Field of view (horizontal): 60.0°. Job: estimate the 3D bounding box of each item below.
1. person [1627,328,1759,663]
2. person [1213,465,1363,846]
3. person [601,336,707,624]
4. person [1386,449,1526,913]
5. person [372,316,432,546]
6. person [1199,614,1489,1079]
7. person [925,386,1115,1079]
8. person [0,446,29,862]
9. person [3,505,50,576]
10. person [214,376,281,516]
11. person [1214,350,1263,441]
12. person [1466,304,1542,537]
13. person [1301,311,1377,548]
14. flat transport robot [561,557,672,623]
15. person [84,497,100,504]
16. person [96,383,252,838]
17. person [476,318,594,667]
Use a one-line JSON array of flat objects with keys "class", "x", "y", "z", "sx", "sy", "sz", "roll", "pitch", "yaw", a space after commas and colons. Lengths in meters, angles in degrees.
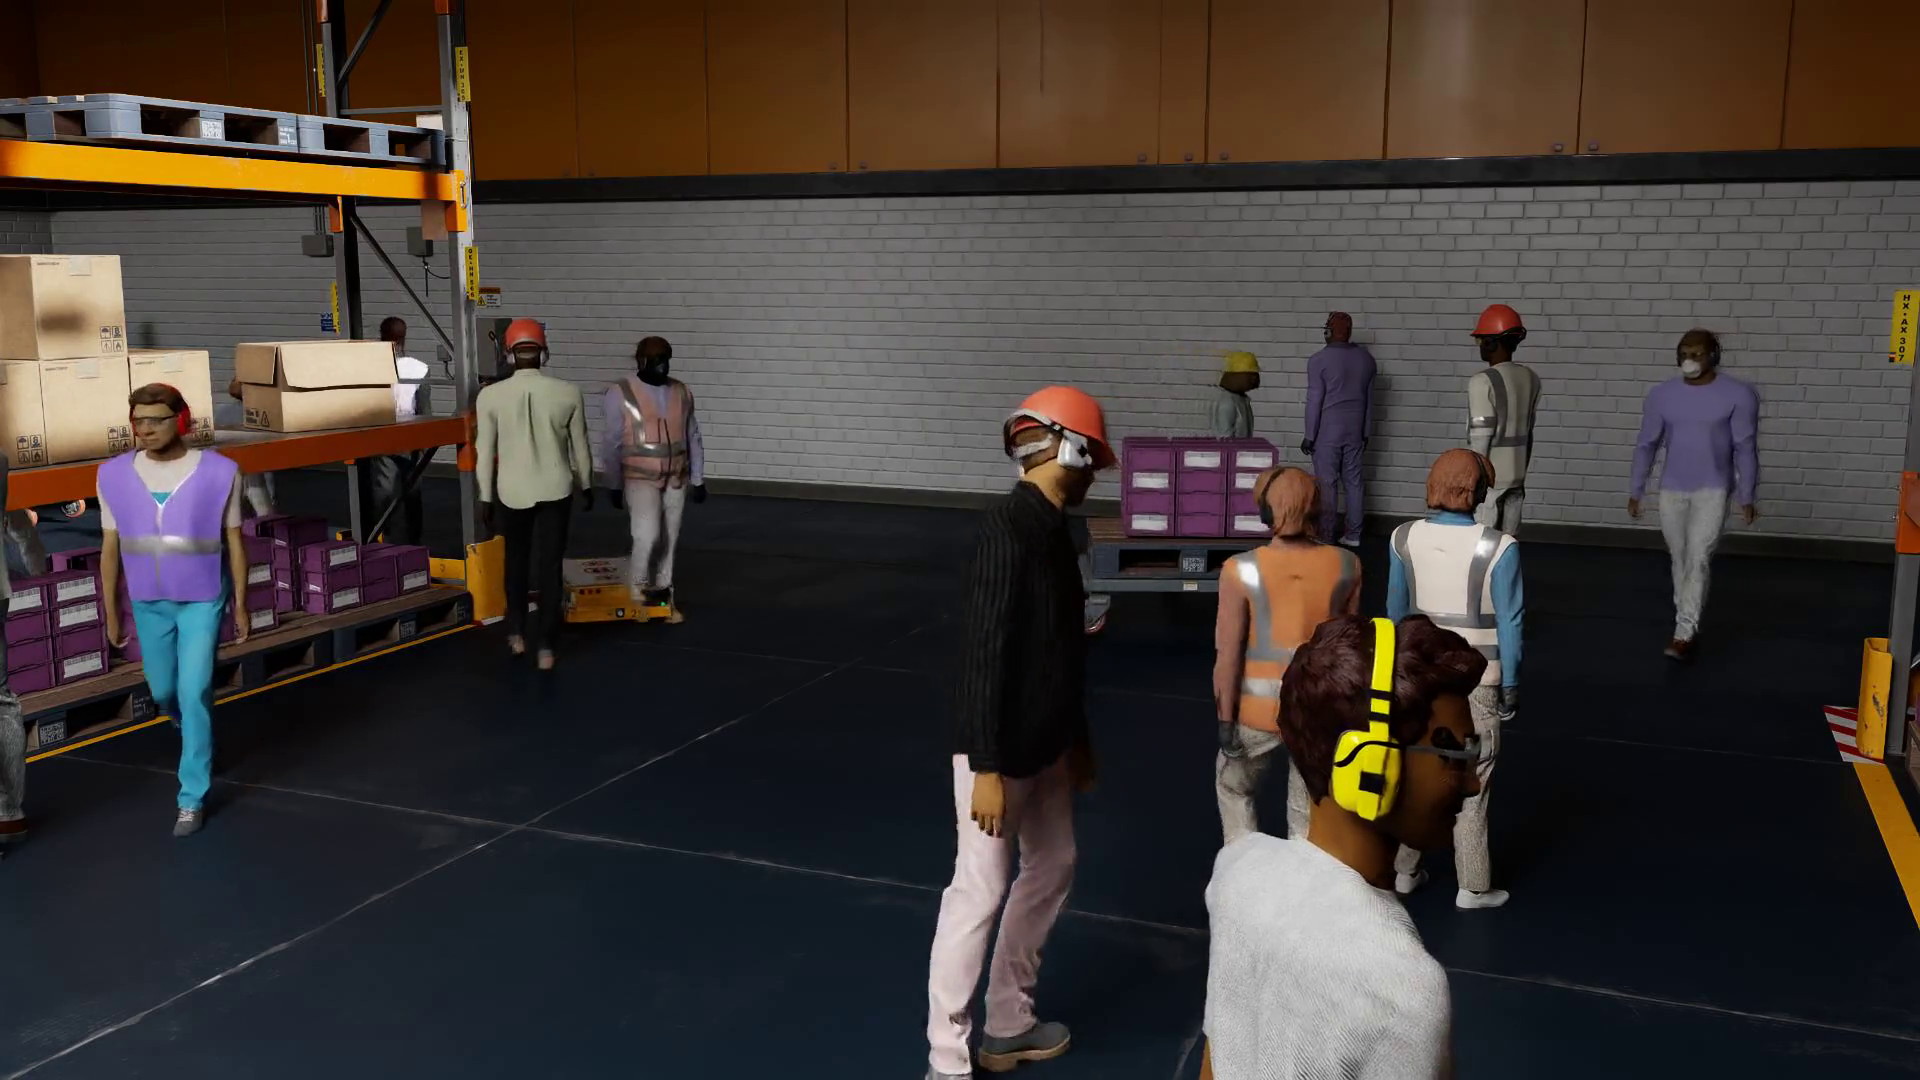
[{"class": "person", "x": 4.154, "y": -0.248, "z": 9.552, "sx": 0.666, "sy": 1.901, "sz": 0.906, "roll": 9, "pitch": 13, "yaw": 43}, {"class": "person", "x": 1.061, "y": 0.569, "z": 5.445, "sx": 0.522, "sy": 1.625, "sz": 0.379, "roll": -1, "pitch": 9, "yaw": -8}, {"class": "person", "x": -1.916, "y": -0.371, "z": 10.520, "sx": 0.643, "sy": 1.827, "sz": 0.450, "roll": -8, "pitch": 12, "yaw": -40}, {"class": "person", "x": 1.736, "y": 0.494, "z": 5.871, "sx": 0.511, "sy": 1.638, "sz": 0.308, "roll": 9, "pitch": 13, "yaw": 43}, {"class": "person", "x": -4.340, "y": -0.759, "z": 12.722, "sx": 0.597, "sy": 1.888, "sz": 0.813, "roll": -1, "pitch": 9, "yaw": -7}, {"class": "person", "x": 0.464, "y": 1.008, "z": 2.075, "sx": 0.335, "sy": 1.864, "sz": 0.521, "roll": -3, "pitch": 10, "yaw": -16}, {"class": "person", "x": 0.142, "y": 0.566, "z": 4.510, "sx": 0.446, "sy": 1.947, "sz": 0.687, "roll": 4, "pitch": 10, "yaw": 21}, {"class": "person", "x": -3.807, "y": 0.273, "z": 6.298, "sx": 0.372, "sy": 1.940, "sz": 0.631, "roll": -1, "pitch": 9, "yaw": -7}, {"class": "person", "x": -6.151, "y": -0.274, "z": 10.660, "sx": 0.856, "sy": 1.596, "sz": 0.512, "roll": -8, "pitch": 12, "yaw": -38}, {"class": "person", "x": -4.786, "y": -0.352, "z": 11.121, "sx": 0.540, "sy": 1.603, "sz": 0.484, "roll": 3, "pitch": 10, "yaw": 18}, {"class": "person", "x": 1.833, "y": -0.475, "z": 11.563, "sx": 0.895, "sy": 1.701, "sz": 0.496, "roll": 5, "pitch": 11, "yaw": 29}, {"class": "person", "x": 3.136, "y": -0.361, "z": 9.820, "sx": 0.615, "sy": 2.042, "sz": 0.376, "roll": -8, "pitch": 12, "yaw": -40}, {"class": "person", "x": 2.991, "y": -0.864, "z": 13.280, "sx": 0.642, "sy": 1.909, "sz": 0.399, "roll": -4, "pitch": 10, "yaw": -25}, {"class": "flat transport robot", "x": -2.382, "y": 0.307, "z": 11.129, "sx": 0.652, "sy": 0.197, "sz": 1.431, "roll": -3, "pitch": 10, "yaw": -20}, {"class": "person", "x": -8.218, "y": -1.282, "z": 15.886, "sx": 0.573, "sy": 1.883, "sz": 0.354, "roll": -9, "pitch": 13, "yaw": -44}, {"class": "person", "x": -3.229, "y": 0.240, "z": 6.913, "sx": 0.573, "sy": 1.814, "sz": 0.860, "roll": -1, "pitch": 9, "yaw": -8}, {"class": "person", "x": -2.438, "y": -0.292, "z": 9.628, "sx": 0.631, "sy": 1.961, "sz": 0.833, "roll": -1, "pitch": 9, "yaw": -8}]
